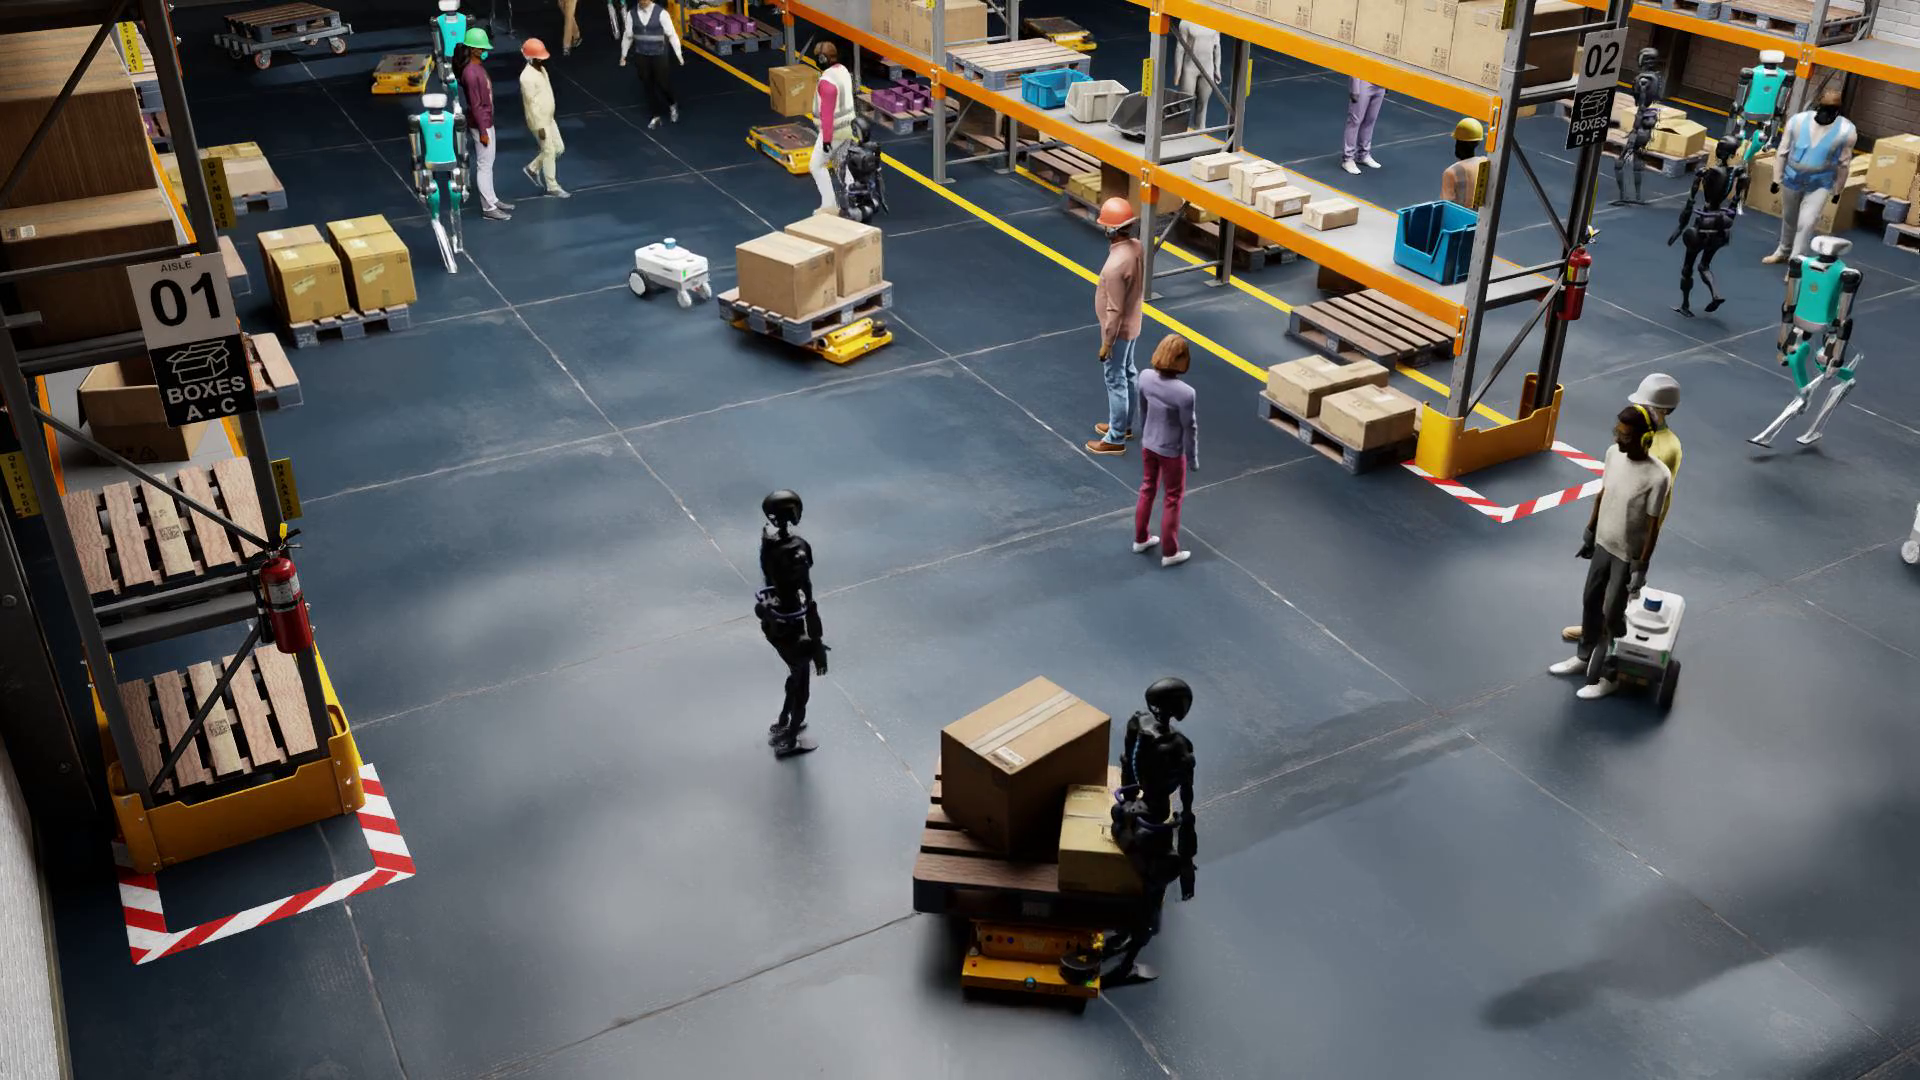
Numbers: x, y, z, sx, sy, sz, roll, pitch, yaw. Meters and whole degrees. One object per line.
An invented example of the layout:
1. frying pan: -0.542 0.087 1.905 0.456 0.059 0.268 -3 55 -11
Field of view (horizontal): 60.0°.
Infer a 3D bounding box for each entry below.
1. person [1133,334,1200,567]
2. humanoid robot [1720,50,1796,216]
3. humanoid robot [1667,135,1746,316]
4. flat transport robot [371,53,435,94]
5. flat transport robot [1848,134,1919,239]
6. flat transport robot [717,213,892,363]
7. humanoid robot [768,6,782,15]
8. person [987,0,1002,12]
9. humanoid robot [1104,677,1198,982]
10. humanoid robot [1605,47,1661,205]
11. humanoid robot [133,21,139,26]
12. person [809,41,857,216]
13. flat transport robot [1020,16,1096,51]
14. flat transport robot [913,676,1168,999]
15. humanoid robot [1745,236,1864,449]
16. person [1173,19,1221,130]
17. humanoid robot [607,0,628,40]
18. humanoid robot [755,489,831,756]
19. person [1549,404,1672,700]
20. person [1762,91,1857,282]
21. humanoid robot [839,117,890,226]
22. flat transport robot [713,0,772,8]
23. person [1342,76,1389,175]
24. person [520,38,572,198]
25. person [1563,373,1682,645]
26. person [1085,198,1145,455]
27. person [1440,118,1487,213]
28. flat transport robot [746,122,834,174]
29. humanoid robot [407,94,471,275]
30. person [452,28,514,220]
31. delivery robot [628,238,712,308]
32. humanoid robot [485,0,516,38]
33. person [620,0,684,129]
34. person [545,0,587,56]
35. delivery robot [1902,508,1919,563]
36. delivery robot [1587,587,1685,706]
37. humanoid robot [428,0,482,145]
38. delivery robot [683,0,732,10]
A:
1. person: 1.371 -0.603 11.094 0.285 1.629 0.502 -21 36 -32
2. humanoid robot: 8.212 -4.278 17.357 0.531 1.764 0.735 5 30 8
3. humanoid robot: 6.688 -2.778 14.840 0.594 1.645 0.437 -9 31 -14
4. flat transport robot: -7.467 -6.267 22.319 0.659 0.231 1.431 -5 30 -8
5. flat transport robot: 9.680 -3.492 17.489 0.659 0.231 1.431 -15 33 -25
6. flat transport robot: -1.352 -1.920 14.752 1.431 0.231 0.659 22 37 34
7. humanoid robot: -2.740 -9.016 25.590 0.667 1.763 0.537 -7 31 -12
8. person: 0.222 -9.001 25.539 0.965 1.800 0.532 -2 30 -3
9. humanoid robot: 0.874 1.342 7.659 0.354 1.643 0.601 -14 33 -23
10. humanoid robot: 7.204 -4.380 17.631 0.480 1.635 0.609 14 33 22
11. humanoid robot: -11.286 -7.094 22.381 0.724 1.634 0.601 24 38 36
12. person: -1.350 -4.227 17.223 0.581 1.808 0.689 6 30 10
13. flat transport robot: 1.419 -7.379 24.254 0.659 0.231 1.431 -9 31 -16
14. flat transport robot: 0.422 1.717 8.421 0.659 0.231 1.431 4 30 7
15. humanoid robot: 6.430 -1.454 12.443 0.949 1.738 0.559 -18 34 -28
16. person: 2.746 -5.446 19.259 0.581 1.894 0.371 -7 31 -11
17. humanoid robot: -4.992 -8.081 24.036 0.532 1.825 0.734 -9 31 -15
18. humanoid robot: -0.936 0.456 9.191 0.321 1.652 0.599 -17 34 -27
19. person: 3.822 0.066 9.704 0.338 1.858 0.532 -11 32 -18
20. person: 8.049 -3.390 15.784 0.643 1.801 0.673 24 38 35
21. humanoid robot: -0.896 -3.127 15.458 0.602 1.641 0.593 23 37 35
22. flat transport robot: -3.605 -8.603 26.386 1.431 0.231 0.659 -12 32 -19
23. person: 4.602 -5.080 18.616 0.639 1.904 0.405 -21 36 -32
24. person: -4.502 -4.509 17.794 0.464 1.726 0.568 3 30 5
25. person: 4.052 -0.131 10.013 0.385 1.891 0.473 -6 30 -10
26. person: 1.167 -1.590 12.452 0.388 1.989 0.610 11 32 19
27. person: 4.304 -2.694 14.436 0.588 1.926 0.385 -20 35 -30
28. flat transport robot: -1.921 -4.576 19.375 0.659 0.231 1.431 -15 33 -25
29. humanoid robot: -4.975 -3.454 16.019 0.558 1.840 0.870 -9 31 -16
30. person: -4.950 -4.306 17.227 0.431 1.945 0.487 -3 30 -6
31. delivery robot: -2.691 -2.515 15.499 0.789 0.593 0.499 22 36 33
32. humanoid robot: -6.792 -8.194 24.274 0.601 1.631 0.620 3 30 6
33. person: -3.736 -5.857 20.131 0.801 1.734 0.539 6 30 10
34. person: -5.584 -7.780 23.526 0.587 1.690 0.879 1 30 2
35. delivery robot: 6.682 0.045 11.036 0.499 0.587 0.781 -6 30 -10
36. delivery robot: 4.139 0.614 10.072 0.499 0.612 0.809 15 33 25
37. humanoid robot: -5.818 -5.474 19.382 0.530 1.711 0.704 -7 31 -12
38. delivery robot: -3.890 -8.354 25.677 0.809 0.606 0.499 -20 35 -31
